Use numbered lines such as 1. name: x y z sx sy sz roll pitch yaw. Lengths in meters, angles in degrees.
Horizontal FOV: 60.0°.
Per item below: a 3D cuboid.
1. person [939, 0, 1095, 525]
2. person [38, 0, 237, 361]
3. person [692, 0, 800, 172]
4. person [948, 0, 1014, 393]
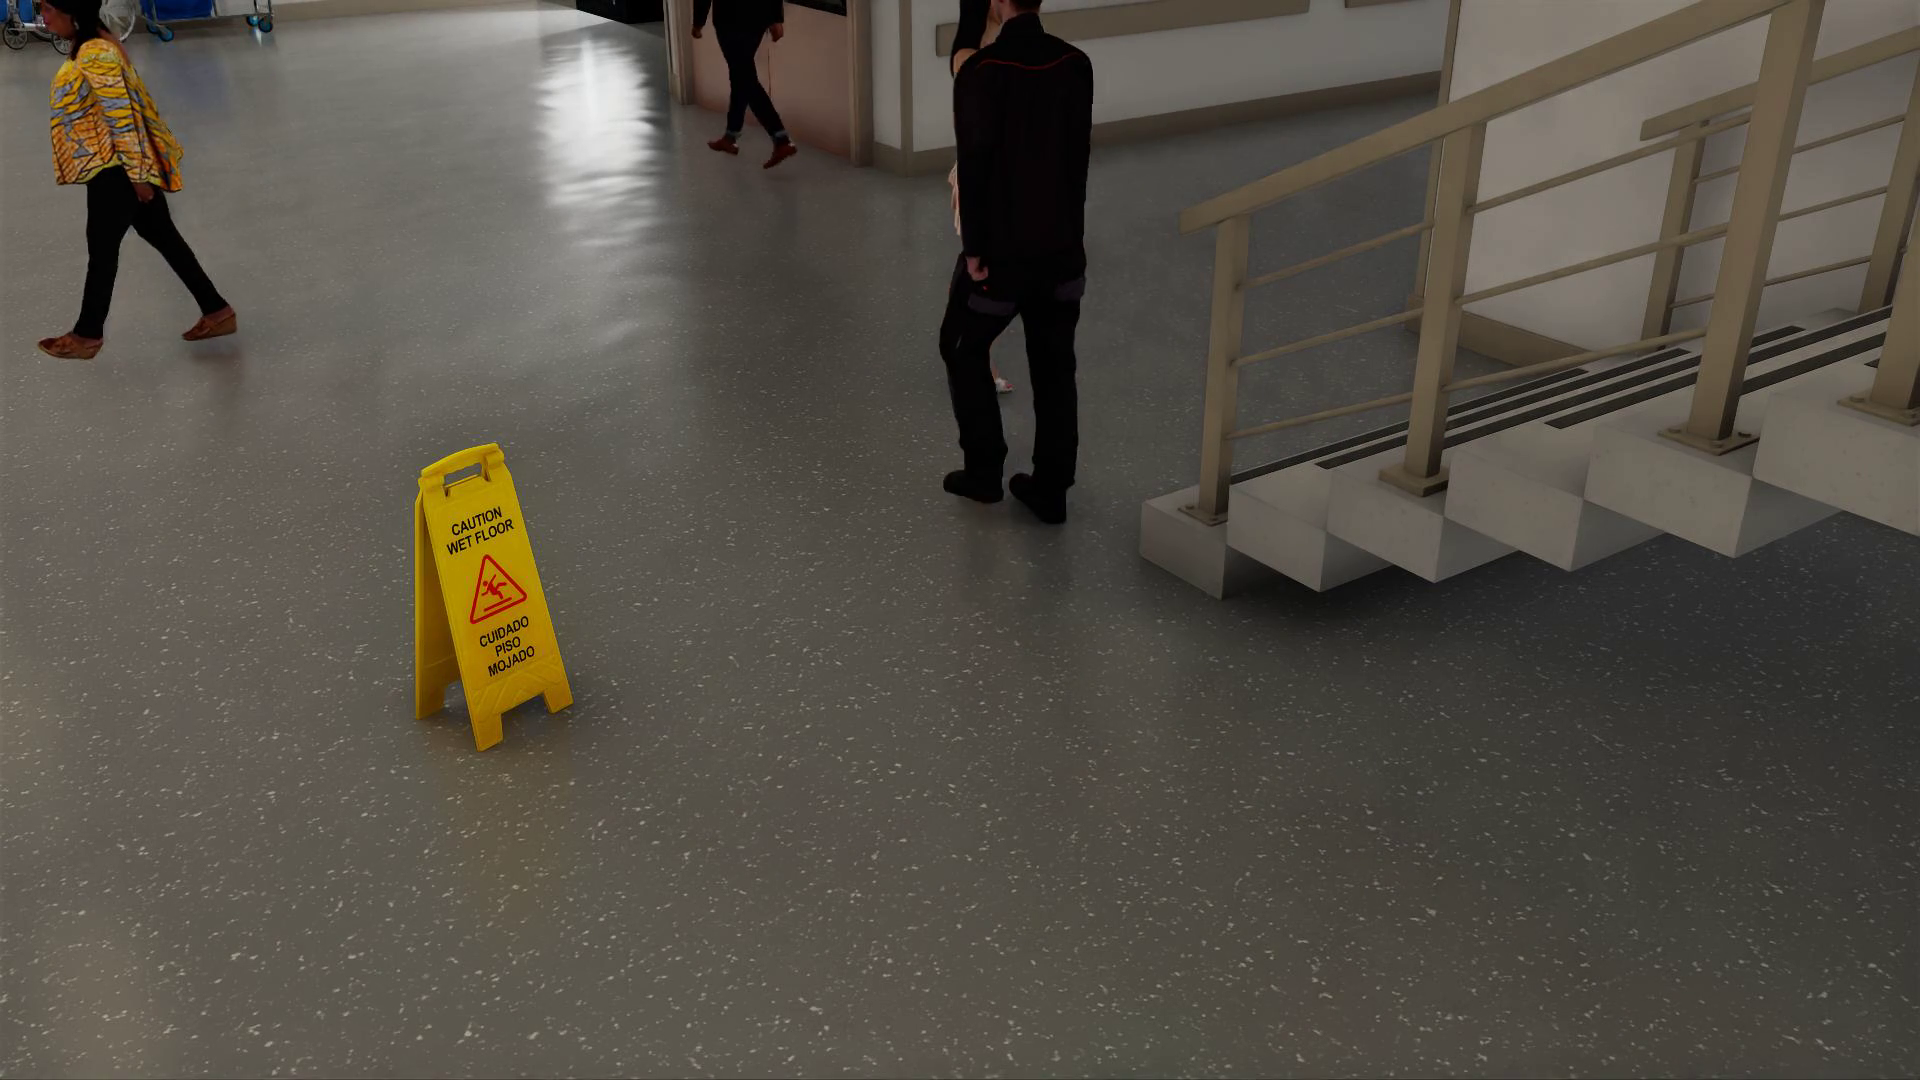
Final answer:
1. person: 0.240 -0.933 5.433 0.742 1.895 0.719 -11 28 -21
2. person: -3.470 -1.564 7.069 0.852 1.611 1.005 -12 28 -24
3. person: -1.277 -3.150 10.164 1.247 1.779 0.890 21 33 37
4. person: 0.098 -1.390 6.562 0.675 1.738 0.656 11 28 22
